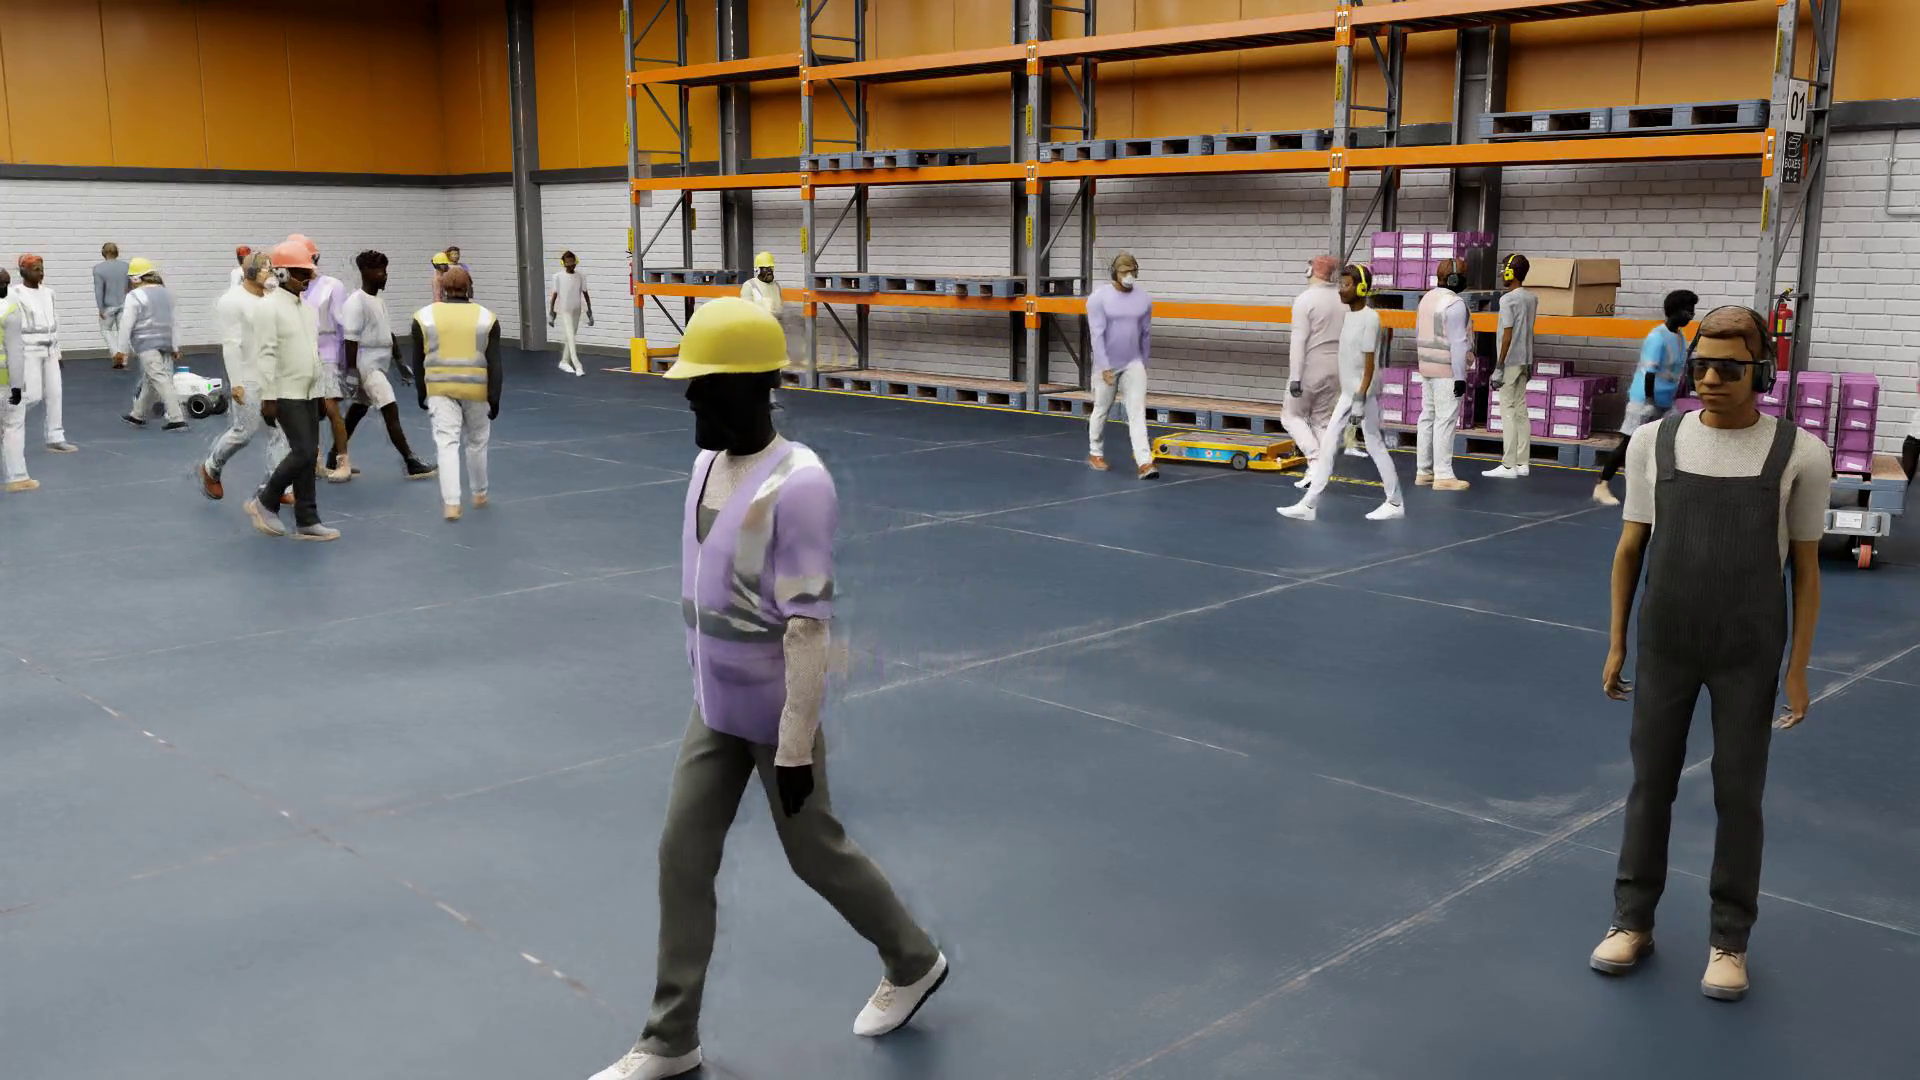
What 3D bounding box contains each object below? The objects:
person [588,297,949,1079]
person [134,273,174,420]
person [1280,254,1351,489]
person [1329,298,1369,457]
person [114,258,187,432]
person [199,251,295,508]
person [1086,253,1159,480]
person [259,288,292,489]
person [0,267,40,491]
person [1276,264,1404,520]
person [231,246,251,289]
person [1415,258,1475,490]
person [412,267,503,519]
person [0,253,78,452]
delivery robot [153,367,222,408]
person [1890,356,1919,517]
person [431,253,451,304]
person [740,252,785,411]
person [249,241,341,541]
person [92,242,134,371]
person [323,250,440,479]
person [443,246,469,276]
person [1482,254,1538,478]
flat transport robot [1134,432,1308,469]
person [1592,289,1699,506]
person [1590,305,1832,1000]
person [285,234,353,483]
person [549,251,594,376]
[{"bbox_3d":[-0.433,0.361,4.000,0.953,1.892,0.598,-7,13,-35],"label":"person"},{"bbox_3d":[-8.856,-2.124,18.259,0.609,1.615,0.511,8,13,36],"label":"person"},{"bbox_3d":[2.827,-1.317,13.182,0.654,1.880,0.463,-7,13,-34],"label":"person"},{"bbox_3d":[3.516,-1.557,15.237,0.542,1.637,0.456,-7,13,-35],"label":"person"},{"bbox_3d":[-8.412,-2.005,17.159,0.927,1.779,0.609,3,11,14],"label":"person"},{"bbox_3d":[-5.300,-1.191,12.398,0.819,1.912,0.637,4,11,21],"label":"person"},{"bbox_3d":[1.340,-1.462,13.993,0.617,1.883,1.065,-3,11,-16],"label":"person"},{"bbox_3d":[-5.476,-1.218,13.299,0.286,1.632,0.500,3,11,15],"label":"person"},{"bbox_3d":[-7.622,-1.232,12.979,0.640,1.797,0.694,0,10,3],"label":"person"},{"bbox_3d":[2.769,-1.024,11.738,0.968,1.818,0.549,-2,11,-13],"label":"person"},{"bbox_3d":[-10.365,-3.363,24.354,0.474,1.866,0.603,6,12,31],"label":"person"},{"bbox_3d":[3.888,-1.325,13.311,0.429,1.841,0.633,-2,11,-11],"label":"person"},{"bbox_3d":[-3.637,-1.071,12.068,0.619,1.797,0.963,-3,11,-16],"label":"person"},{"bbox_3d":[-8.638,-1.730,15.474,0.649,1.867,0.581,3,11,14],"label":"person"},{"bbox_3d":[-8.643,-1.690,18.557,0.707,0.478,0.477,0,10,-1],"label":"delivery robot"},{"bbox_3d":[6.840,-0.967,11.816,0.751,1.666,0.565,8,13,38],"label":"person"},{"bbox_3d":[-7.596,-3.329,24.447,0.312,1.768,0.530,-1,10,-5],"label":"person"},{"bbox_3d":[-2.229,-2.370,19.031,0.404,1.835,0.587,8,13,38],"label":"person"},{"bbox_3d":[-4.381,-0.959,10.929,0.470,1.981,0.642,1,10,8],"label":"person"},{"bbox_3d":[-12.646,-3.491,24.897,0.439,1.924,0.634,9,14,41],"label":"person"},{"bbox_3d":[-4.883,-1.447,13.828,1.047,1.905,0.604,0,10,-2],"label":"person"},{"bbox_3d":[-8.540,-4.042,28.140,0.561,1.831,0.561,-8,13,-38],"label":"person"},{"bbox_3d":[4.620,-1.450,13.922,0.526,1.869,0.315,-9,14,-41],"label":"person"},{"bbox_3d":[2.325,-0.803,14.750,1.431,0.197,0.652,7,13,34],"label":"flat transport robot"},{"bbox_3d":[5.181,-1.040,12.309,0.541,1.651,0.796,-10,14,-43],"label":"person"},{"bbox_3d":[1.995,0.300,4.439,0.517,1.843,0.325,7,12,33],"label":"person"},{"bbox_3d":[-5.304,-1.474,13.613,0.656,2.033,0.441,2,11,10],"label":"person"},{"bbox_3d":[-5.659,-3.300,24.222,0.599,1.804,1.015,-7,13,-35],"label":"person"}]
